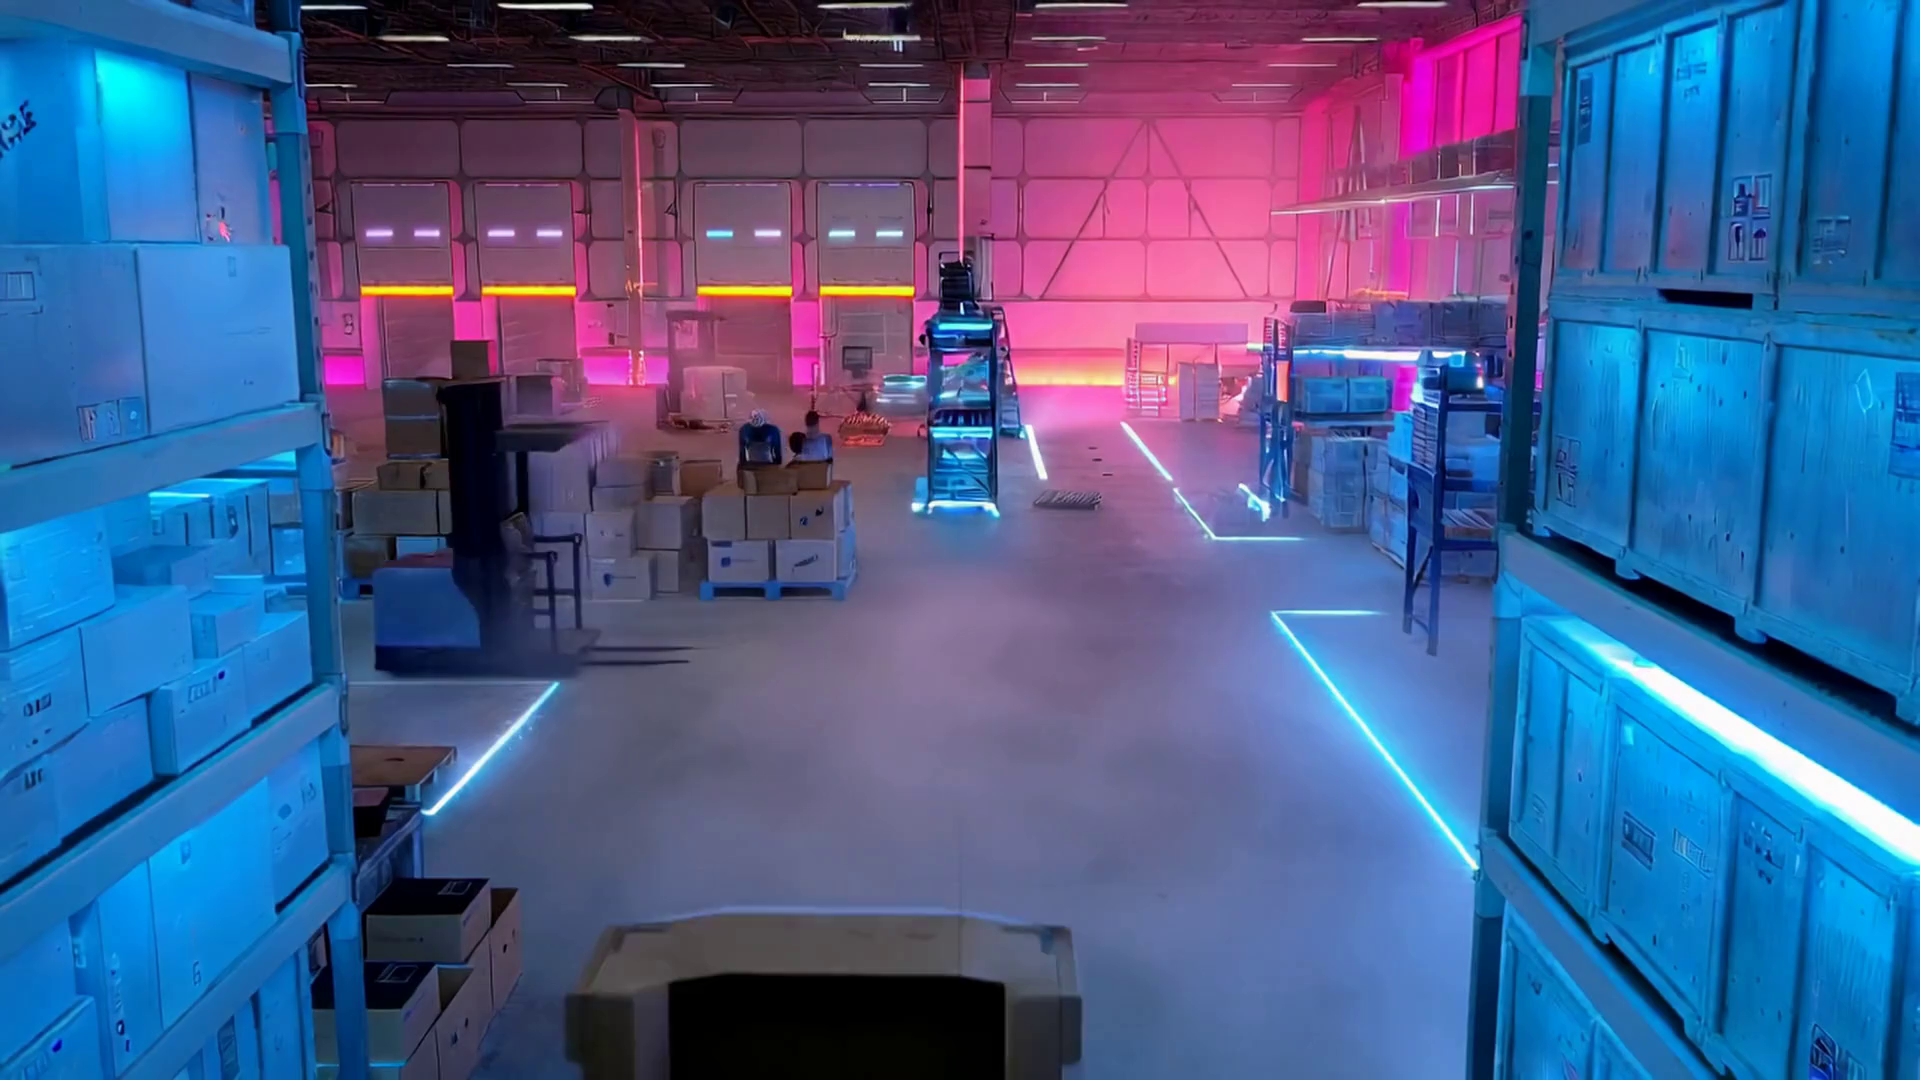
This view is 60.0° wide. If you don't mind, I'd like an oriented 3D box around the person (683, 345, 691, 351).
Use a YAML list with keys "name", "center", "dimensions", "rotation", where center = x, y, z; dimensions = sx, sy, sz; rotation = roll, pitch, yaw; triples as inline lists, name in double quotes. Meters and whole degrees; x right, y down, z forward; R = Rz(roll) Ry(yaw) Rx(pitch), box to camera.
- name: "person"
  center: [-7.326, -4.376, 44.422]
  dimensions: [0.786, 1.660, 0.555]
  rotation: [8, 12, 37]

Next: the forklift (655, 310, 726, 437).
- name: "forklift"
  center: [-6.209, -3.840, 37.859]
  dimensions: [1.129, 2.768, 1.873]
  rotation: [-5, 11, -27]

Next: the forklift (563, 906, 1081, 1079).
- name: "forklift"
  center: [-0.244, 2.140, 3.358]
  dimensions: [1.129, 2.768, 1.873]
  rotation: [0, 10, 1]

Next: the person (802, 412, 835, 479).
- name: "person"
  center: [-2.104, -0.937, 24.021]
  dimensions: [0.515, 1.879, 0.891]
  rotation: [-4, 11, -22]

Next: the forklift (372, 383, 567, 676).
- name: "forklift"
  center: [-4.779, -0.134, 16.474]
  dimensions: [1.873, 2.768, 1.129]
  rotation: [0, 10, 1]

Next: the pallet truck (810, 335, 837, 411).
- name: "pallet truck"
  center: [-3.021, -4.312, 43.126]
  dimensions: [1.885, 1.965, 0.823]
  rotation: [3, 10, 17]

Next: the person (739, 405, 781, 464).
- name: "person"
  center: [-2.916, -1.014, 24.320]
  dimensions: [0.624, 1.932, 0.374]
  rotation: [2, 10, 10]

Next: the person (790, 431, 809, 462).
- name: "person"
  center: [-2.194, -0.652, 22.867]
  dimensions: [0.317, 1.697, 0.540]
  rotation: [-2, 10, -12]
